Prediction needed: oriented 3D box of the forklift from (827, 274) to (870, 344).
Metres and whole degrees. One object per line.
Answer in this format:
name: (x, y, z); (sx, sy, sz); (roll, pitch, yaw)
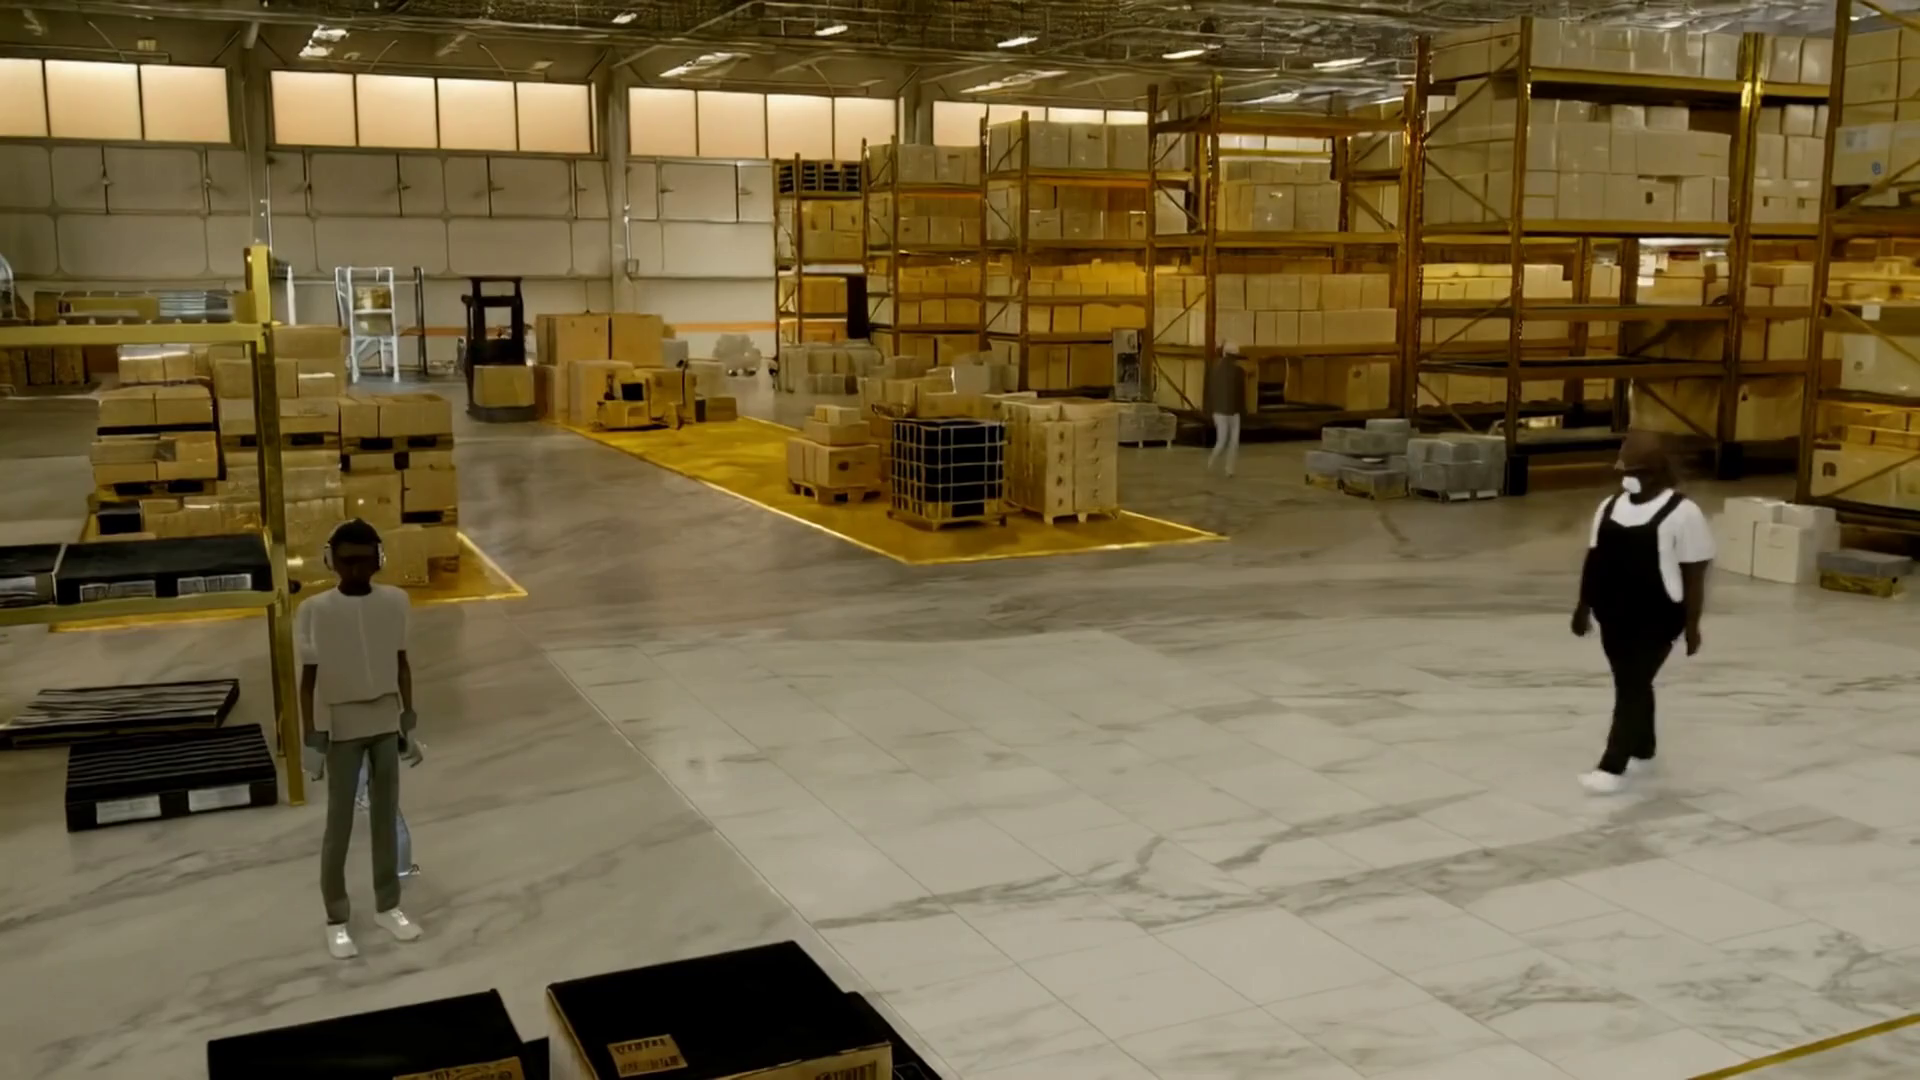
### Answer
forklift: (-2.685, -5.521, 43.344); (1.873, 2.768, 1.129); (-4, 10, -25)

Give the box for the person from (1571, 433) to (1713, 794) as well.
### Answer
person: (3.702, 0.384, 9.304); (0.923, 2.000, 0.698); (-4, 10, -26)

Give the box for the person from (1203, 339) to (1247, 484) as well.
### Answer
person: (3.651, -1.761, 22.816); (0.616, 1.979, 0.484); (-5, 10, -28)

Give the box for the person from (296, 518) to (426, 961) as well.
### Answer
person: (-2.540, 0.829, 7.087); (0.310, 1.865, 0.535); (9, 13, 44)

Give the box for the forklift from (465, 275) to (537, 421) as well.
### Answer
forklift: (-9.056, -3.801, 32.672); (1.129, 2.768, 1.873); (-4, 10, -25)

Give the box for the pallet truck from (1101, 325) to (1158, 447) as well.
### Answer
pallet truck: (2.881, -2.596, 27.923); (0.823, 1.965, 1.885); (-1, 9, -7)

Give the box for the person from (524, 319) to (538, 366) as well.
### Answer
person: (-9.060, -3.760, 35.462); (0.563, 1.890, 0.543); (4, 10, 24)
